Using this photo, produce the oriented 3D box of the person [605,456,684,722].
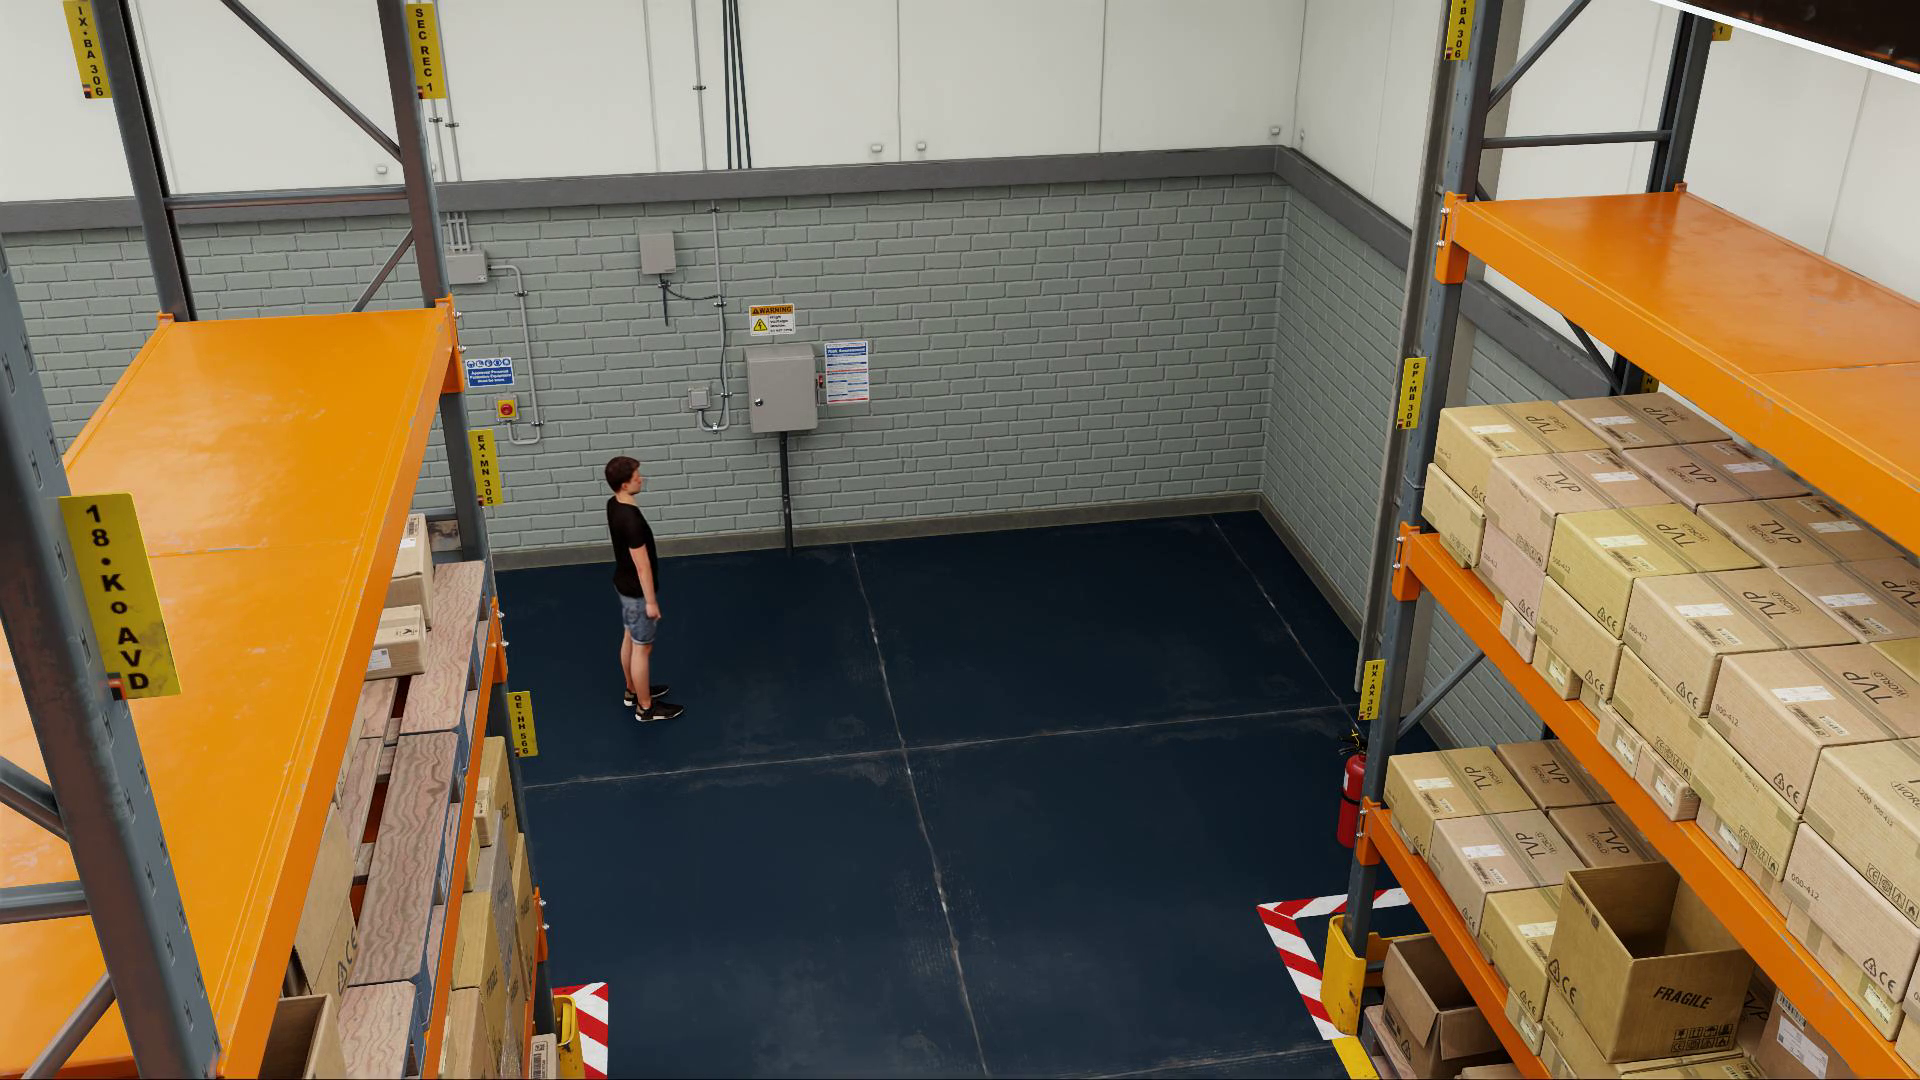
[{"bbox_3d":[-2.120,0.305,10.816,0.781,1.846,0.603,-13,30,-23],"label":"person"}]
